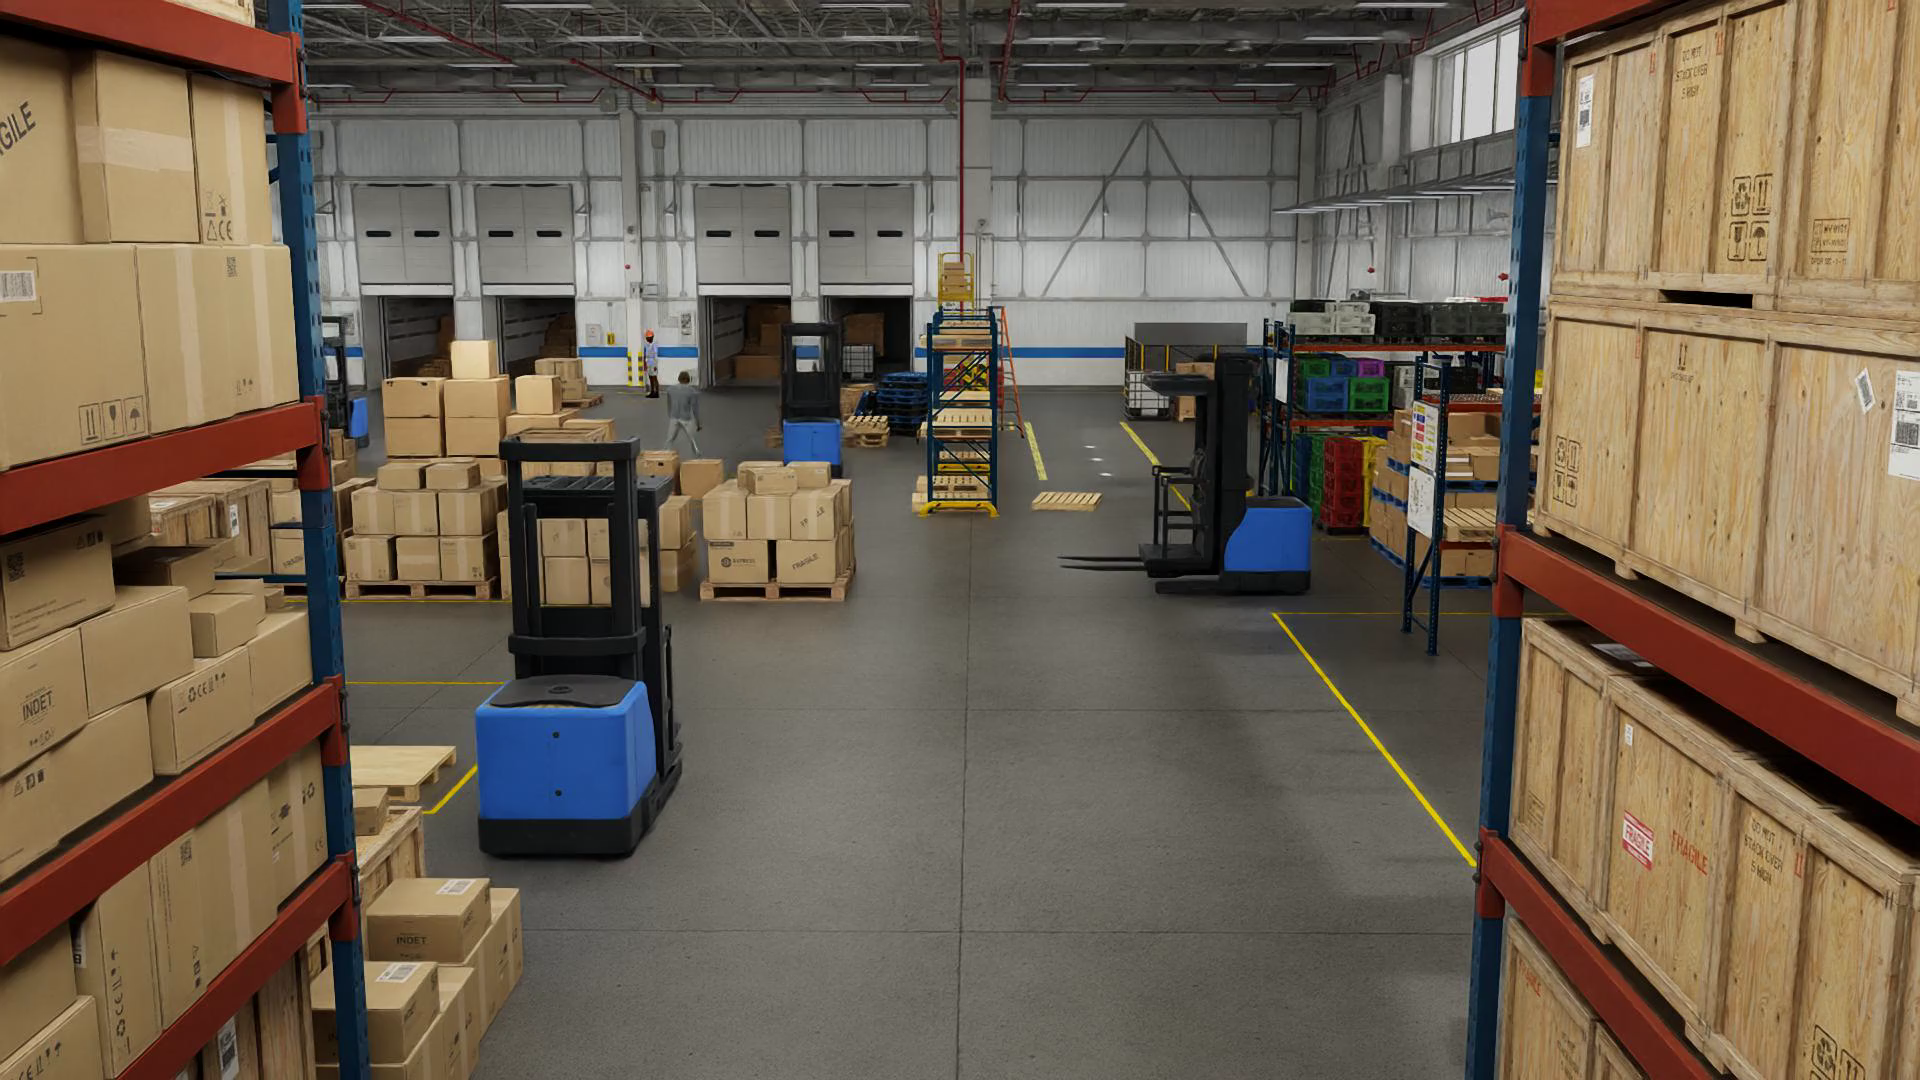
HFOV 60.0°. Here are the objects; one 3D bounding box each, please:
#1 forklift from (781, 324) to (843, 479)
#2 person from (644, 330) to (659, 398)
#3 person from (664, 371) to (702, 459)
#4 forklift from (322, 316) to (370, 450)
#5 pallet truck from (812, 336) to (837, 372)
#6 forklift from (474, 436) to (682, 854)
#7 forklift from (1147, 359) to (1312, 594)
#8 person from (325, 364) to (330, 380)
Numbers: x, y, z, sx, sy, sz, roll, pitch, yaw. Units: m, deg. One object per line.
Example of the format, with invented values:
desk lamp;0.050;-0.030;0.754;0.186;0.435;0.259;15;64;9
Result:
forklift;-2.741;-2.587;30.628;1.129;2.768;1.873;-1;10;-6
person;-8.772;-4.987;47.227;0.389;1.930;0.544;-8;12;-38
person;-5.248;-2.272;31.726;0.796;1.888;0.571;2;10;12
forklift;-12.995;-3.188;34.094;1.129;2.768;1.873;0;10;-1
pallet truck;-3.021;-4.312;43.126;1.885;1.965;0.823;3;10;17
forklift;-2.755;0.647;11.970;1.129;2.768;1.873;0;10;1
forklift;3.309;-0.802;20.328;1.873;2.768;1.129;0;10;1
person;-14.548;-3.355;37.785;0.376;1.934;0.547;4;11;22
